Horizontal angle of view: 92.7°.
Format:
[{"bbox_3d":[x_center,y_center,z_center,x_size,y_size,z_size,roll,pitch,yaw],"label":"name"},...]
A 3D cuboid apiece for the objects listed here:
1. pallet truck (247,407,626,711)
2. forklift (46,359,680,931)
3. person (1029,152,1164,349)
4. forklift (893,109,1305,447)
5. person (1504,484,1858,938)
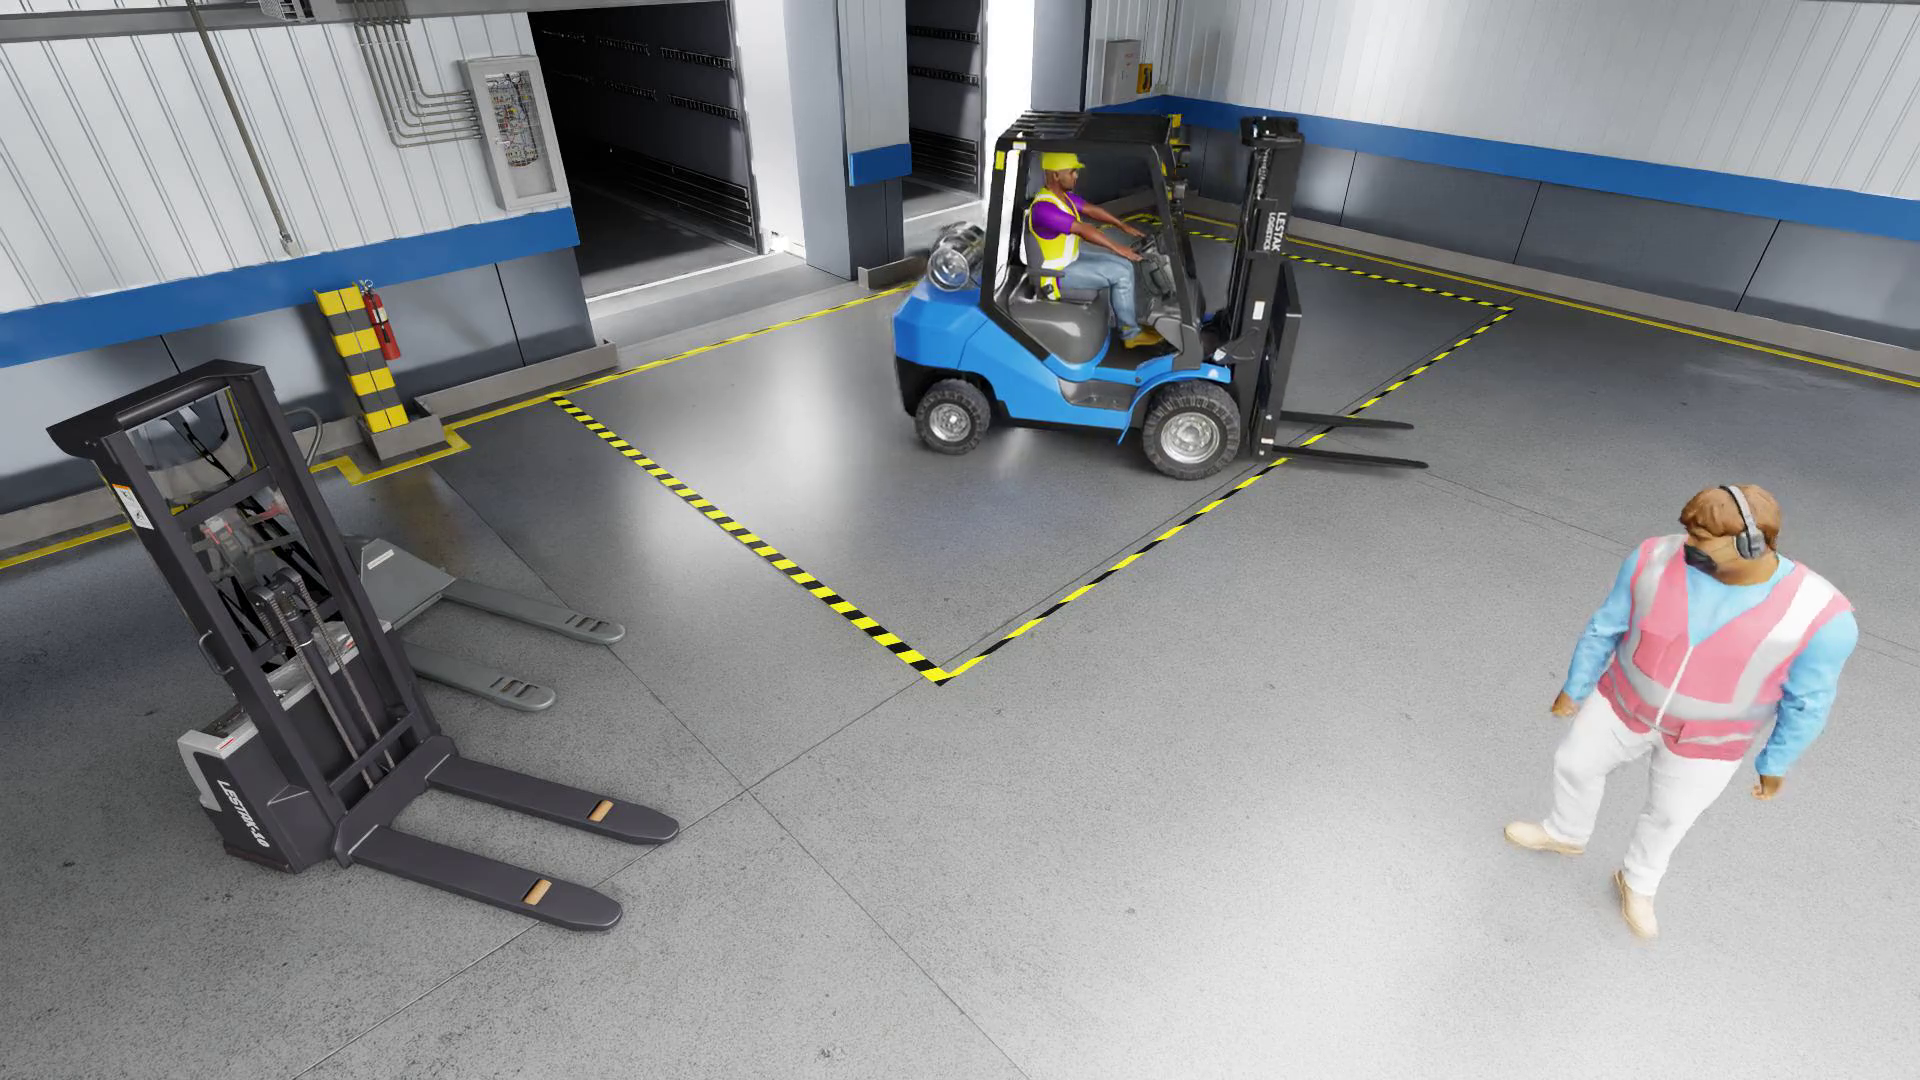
[{"bbox_3d":[-2.628,0.038,4.590,1.601,1.201,0.680,12,36,18],"label":"pallet truck"},{"bbox_3d":[-2.135,0.422,3.354,1.885,1.965,0.823,10,35,14],"label":"forklift"},{"bbox_3d":[0.971,-1.964,6.213,1.004,1.293,0.635,8,35,11],"label":"person"},{"bbox_3d":[0.914,-1.821,6.336,2.680,2.036,1.157,8,35,11],"label":"forklift"},{"bbox_3d":[2.495,0.631,3.222,0.435,1.812,0.689,-23,41,-30],"label":"person"}]
